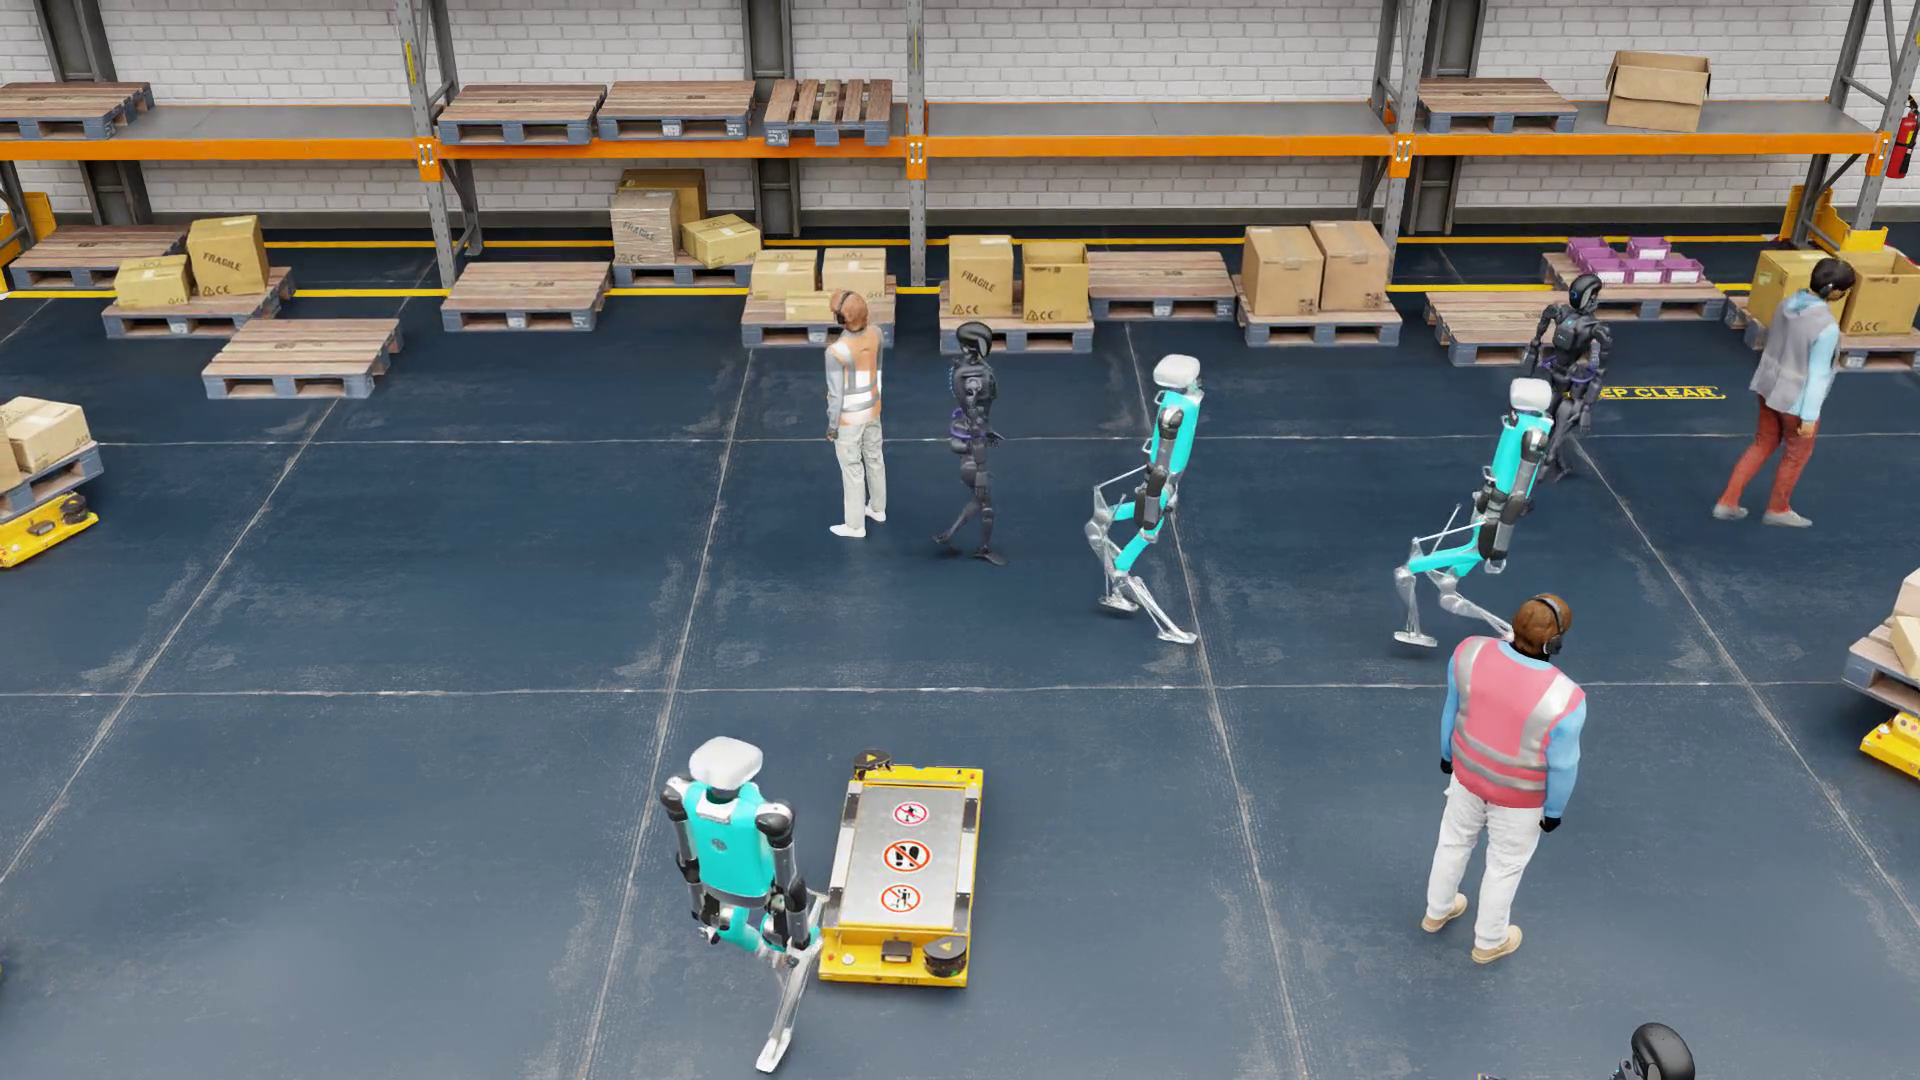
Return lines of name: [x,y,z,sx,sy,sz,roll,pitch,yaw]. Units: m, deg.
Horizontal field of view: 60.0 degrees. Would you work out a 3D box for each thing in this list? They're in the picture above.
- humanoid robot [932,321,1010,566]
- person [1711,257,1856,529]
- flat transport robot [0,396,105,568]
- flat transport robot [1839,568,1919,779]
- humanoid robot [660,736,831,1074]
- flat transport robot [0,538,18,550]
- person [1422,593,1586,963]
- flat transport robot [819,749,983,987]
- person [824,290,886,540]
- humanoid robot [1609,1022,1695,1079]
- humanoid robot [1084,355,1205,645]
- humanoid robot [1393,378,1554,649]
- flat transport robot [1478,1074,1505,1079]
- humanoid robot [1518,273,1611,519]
humanoid robot: [0.067,-0.581,10.027,0.483,1.632,0.596,1,31,2]
person: [5.182,-0.903,10.373,0.634,1.854,0.591,-6,31,-9]
flat transport robot: [-6.346,-0.203,10.749,1.431,0.231,0.659,15,34,23]
flat transport robot: [5.472,0.930,8.863,1.431,0.231,0.659,-23,38,-33]
humanoid robot: [-0.748,1.446,6.689,0.539,1.895,0.788,12,33,19]
flat transport robot: [-6.552,-0.212,10.763,1.431,0.231,0.659,10,32,16]
person: [2.350,1.024,7.194,0.431,1.838,0.629,-25,39,-35]
flat transport robot: [-0.252,1.523,7.875,0.659,0.231,1.431,2,31,3]
person: [-0.652,-0.778,10.373,0.308,1.638,0.521,19,36,29]
humanoid robot: [2.110,2.182,5.397,0.599,1.657,0.315,-10,33,-17]
humanoid robot: [1.000,-0.237,9.389,0.901,1.772,0.542,11,33,18]
humanoid robot: [2.768,-0.081,9.135,1.031,1.727,0.551,4,31,6]
flat transport robot: [2.518,2.477,6.287,1.431,0.231,0.659,10,32,16]
humanoid robot: [3.890,-0.974,10.730,0.817,1.627,0.587,-22,38,-32]
